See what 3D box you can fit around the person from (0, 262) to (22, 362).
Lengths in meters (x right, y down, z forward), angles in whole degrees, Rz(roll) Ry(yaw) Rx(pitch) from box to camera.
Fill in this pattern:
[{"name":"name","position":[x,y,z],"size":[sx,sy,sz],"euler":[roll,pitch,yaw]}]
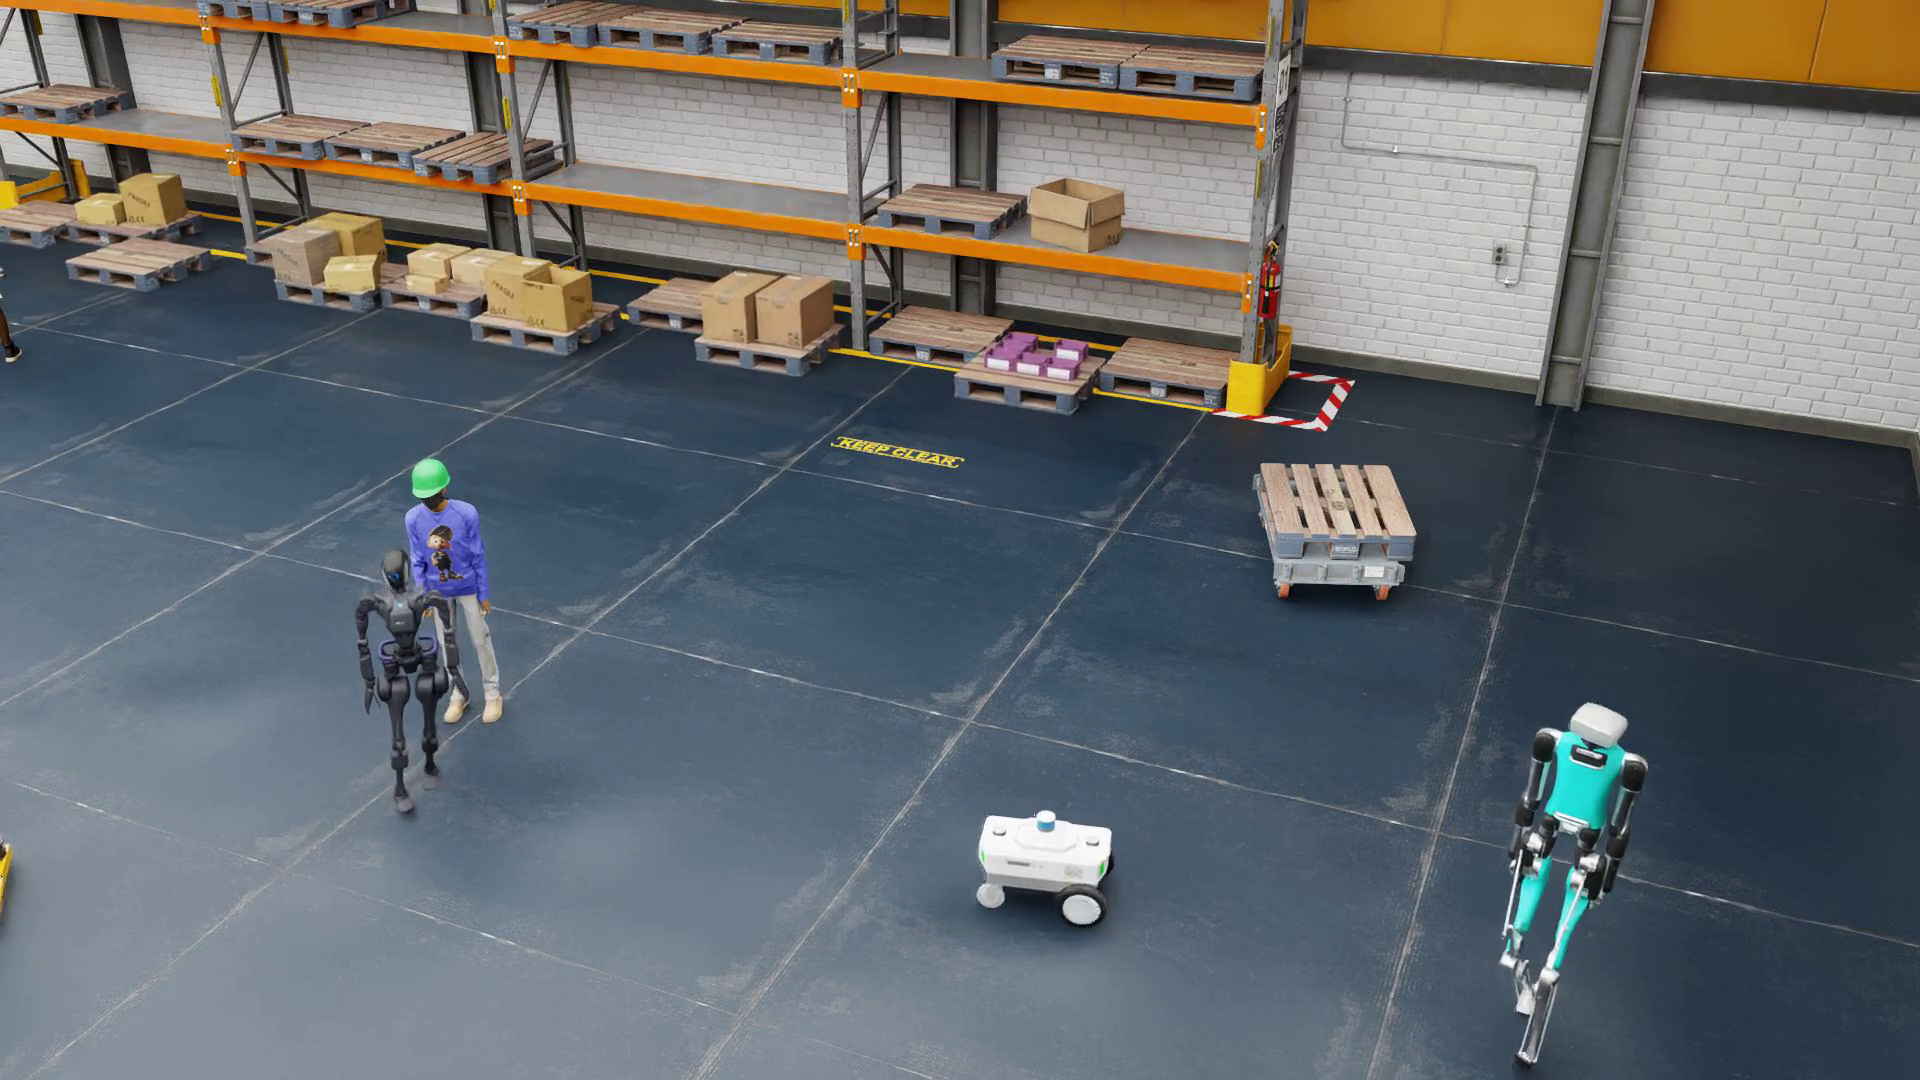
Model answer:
[{"name":"person","position":[-9.690,-2.664,16.246],"size":[0.600,1.966,0.368],"euler":[-12,30,-23]}]

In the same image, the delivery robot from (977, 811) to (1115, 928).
[{"name":"delivery robot","position":[0.475,1.755,9.182],"size":[0.738,0.563,0.499],"euler":[5,28,9]}]

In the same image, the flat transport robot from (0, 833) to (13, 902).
[{"name":"flat transport robot","position":[-6.029,1.990,9.074],"size":[1.431,0.231,0.659],"euler":[-9,29,-17]}]

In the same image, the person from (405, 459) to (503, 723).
[{"name":"person","position":[-3.223,0.329,10.565],"size":[0.464,1.864,0.382],"euler":[-2,27,-4]}]

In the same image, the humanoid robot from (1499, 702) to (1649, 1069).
[{"name":"humanoid robot","position":[2.859,1.746,8.056],"size":[0.545,1.875,0.815],"euler":[15,31,27]}]

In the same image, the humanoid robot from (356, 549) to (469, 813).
[{"name":"humanoid robot","position":[-3.235,0.817,9.825],"size":[0.599,1.648,0.541],"euler":[-8,28,-15]}]
